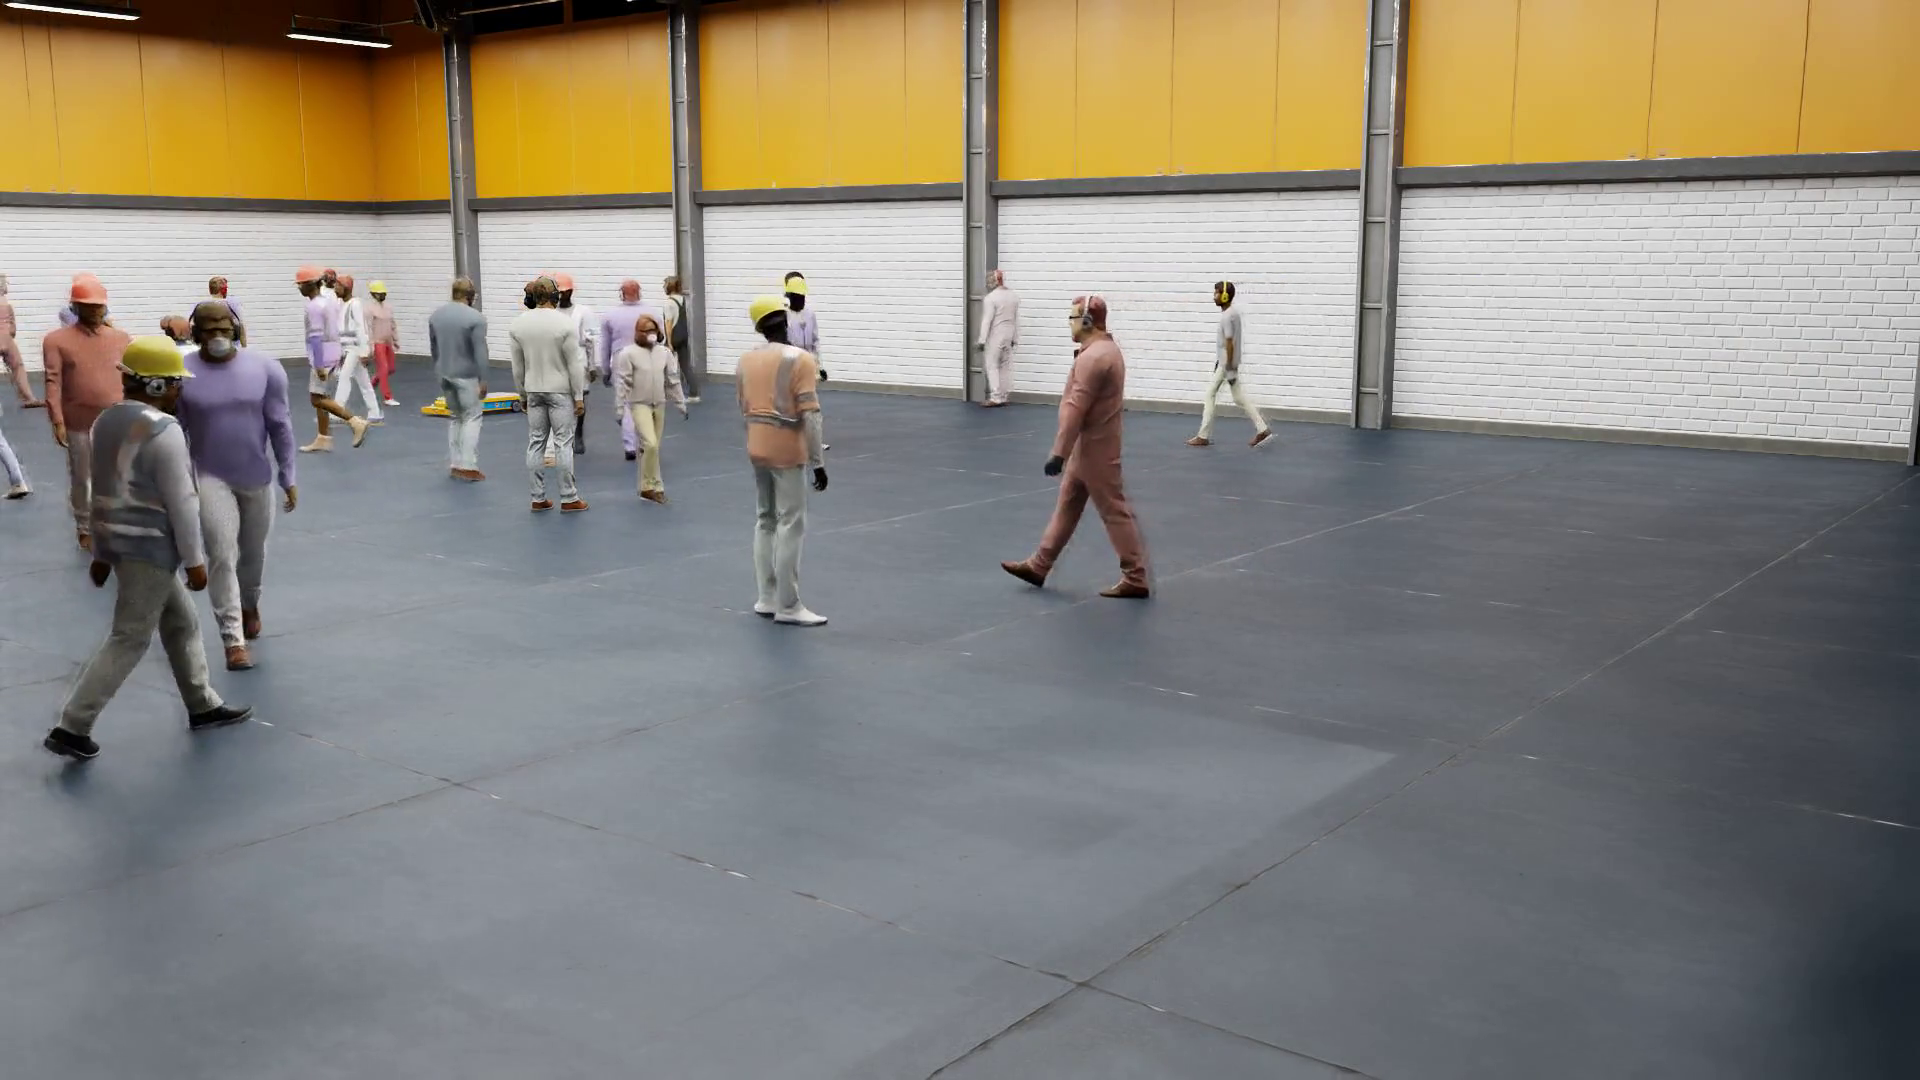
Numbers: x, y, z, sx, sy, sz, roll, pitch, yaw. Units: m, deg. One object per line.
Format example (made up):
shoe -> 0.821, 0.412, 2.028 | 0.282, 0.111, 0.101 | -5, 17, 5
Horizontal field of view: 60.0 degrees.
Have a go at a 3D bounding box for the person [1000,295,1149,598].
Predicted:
person -> 0.734, -0.568, 10.255 | 0.988, 1.857, 0.643 | 2, 10, 11

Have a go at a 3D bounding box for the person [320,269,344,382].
person -> -10.378, -3.543, 27.515 | 0.602, 1.872, 0.412 | -8, 13, -39

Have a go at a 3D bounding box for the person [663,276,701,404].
person -> -4.043, -2.823, 23.532 | 0.837, 1.811, 0.518 | 6, 12, 33

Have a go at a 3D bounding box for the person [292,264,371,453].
person -> -6.666, -1.905, 17.579 | 0.702, 2.017, 0.605 | -1, 10, -5

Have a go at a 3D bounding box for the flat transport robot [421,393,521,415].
flat transport robot -> -6.367, -1.821, 22.149 | 0.652, 0.197, 1.431 | 8, 12, 37

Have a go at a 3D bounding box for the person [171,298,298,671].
person -> -3.839, -0.322, 8.722 | 0.656, 1.899, 0.959 | -6, 11, -29

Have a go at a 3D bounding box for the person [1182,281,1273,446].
person -> 2.986, -1.925, 18.252 | 0.951, 1.831, 0.530 | 4, 10, 20

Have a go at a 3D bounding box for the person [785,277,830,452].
person -> -1.764, -1.880, 17.863 | 1.007, 1.874, 0.581 | 8, 13, 39

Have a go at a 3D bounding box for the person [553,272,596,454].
person -> -4.124, -1.835, 17.437 | 0.565, 1.915, 0.511 | -1, 10, -4

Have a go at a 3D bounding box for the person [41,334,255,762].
person -> -3.495, 0.029, 7.022 | 0.600, 1.785, 0.904 | 9, 13, 43

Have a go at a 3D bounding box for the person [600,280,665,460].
person -> -3.408, -1.774, 17.319 | 0.654, 1.851, 1.012 | -2, 10, -13

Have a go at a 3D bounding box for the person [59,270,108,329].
person -> -9.391, -1.932, 17.974 | 0.565, 1.934, 0.374 | 1, 10, 6

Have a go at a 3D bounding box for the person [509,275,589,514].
person -> -3.338, -1.176, 13.547 | 0.630, 1.940, 0.373 | 3, 10, 16

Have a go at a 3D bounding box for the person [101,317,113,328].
person -> -6.983, -1.014, 13.538 | 0.548, 1.620, 0.354 | -1, 10, -6

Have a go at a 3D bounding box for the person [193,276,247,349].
person -> -8.928, -2.257, 20.119 | 0.570, 1.840, 0.372 | -2, 10, -12

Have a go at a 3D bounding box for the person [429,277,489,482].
person -> -4.679, -1.492, 15.531 | 0.672, 1.893, 0.560 | 4, 11, 24

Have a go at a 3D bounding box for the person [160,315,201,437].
person -> -6.501, -1.097, 14.041 | 0.745, 1.610, 0.523 | 3, 10, 18

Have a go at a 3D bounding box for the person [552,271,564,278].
person -> -5.825, -2.878, 23.654 | 0.991, 1.884, 0.578 | 8, 12, 38

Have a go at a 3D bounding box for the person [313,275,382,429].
person -> -7.488, -2.269, 20.170 | 0.915, 1.843, 0.608 | -6, 11, -30

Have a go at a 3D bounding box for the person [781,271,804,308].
person -> -1.949, -2.134, 19.203 | 0.392, 1.913, 0.590 | 0, 10, 2

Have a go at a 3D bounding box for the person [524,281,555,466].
person -> -4.192, -1.654, 16.610 | 0.429, 1.843, 0.633 | -2, 10, -12

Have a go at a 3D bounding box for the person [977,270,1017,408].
person -> 0.522, -2.768, 22.972 | 0.411, 1.890, 0.699 | 8, 12, 39

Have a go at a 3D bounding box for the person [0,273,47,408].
person -> -13.070, -2.688, 22.599 | 0.644, 1.866, 0.984 | 6, 11, 30

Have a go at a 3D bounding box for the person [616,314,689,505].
person -> -2.568, -1.092, 14.001 | 0.629, 1.597, 0.624 | 9, 13, 43

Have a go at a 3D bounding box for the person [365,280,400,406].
person -> -8.140, -2.760, 23.299 | 0.656, 1.747, 0.531 | 4, 10, 21

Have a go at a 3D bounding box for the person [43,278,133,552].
person -> -6.004, -0.840, 11.578 | 0.623, 1.937, 1.031 | -8, 13, -40

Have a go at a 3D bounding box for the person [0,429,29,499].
person -> -8.480, -1.185, 14.279 | 0.923, 1.712, 0.530 | 2, 10, 13

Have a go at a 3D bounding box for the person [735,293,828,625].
person -> -1.015, -0.466, 9.572 | 0.714, 1.883, 0.362 | 8, 13, 41
